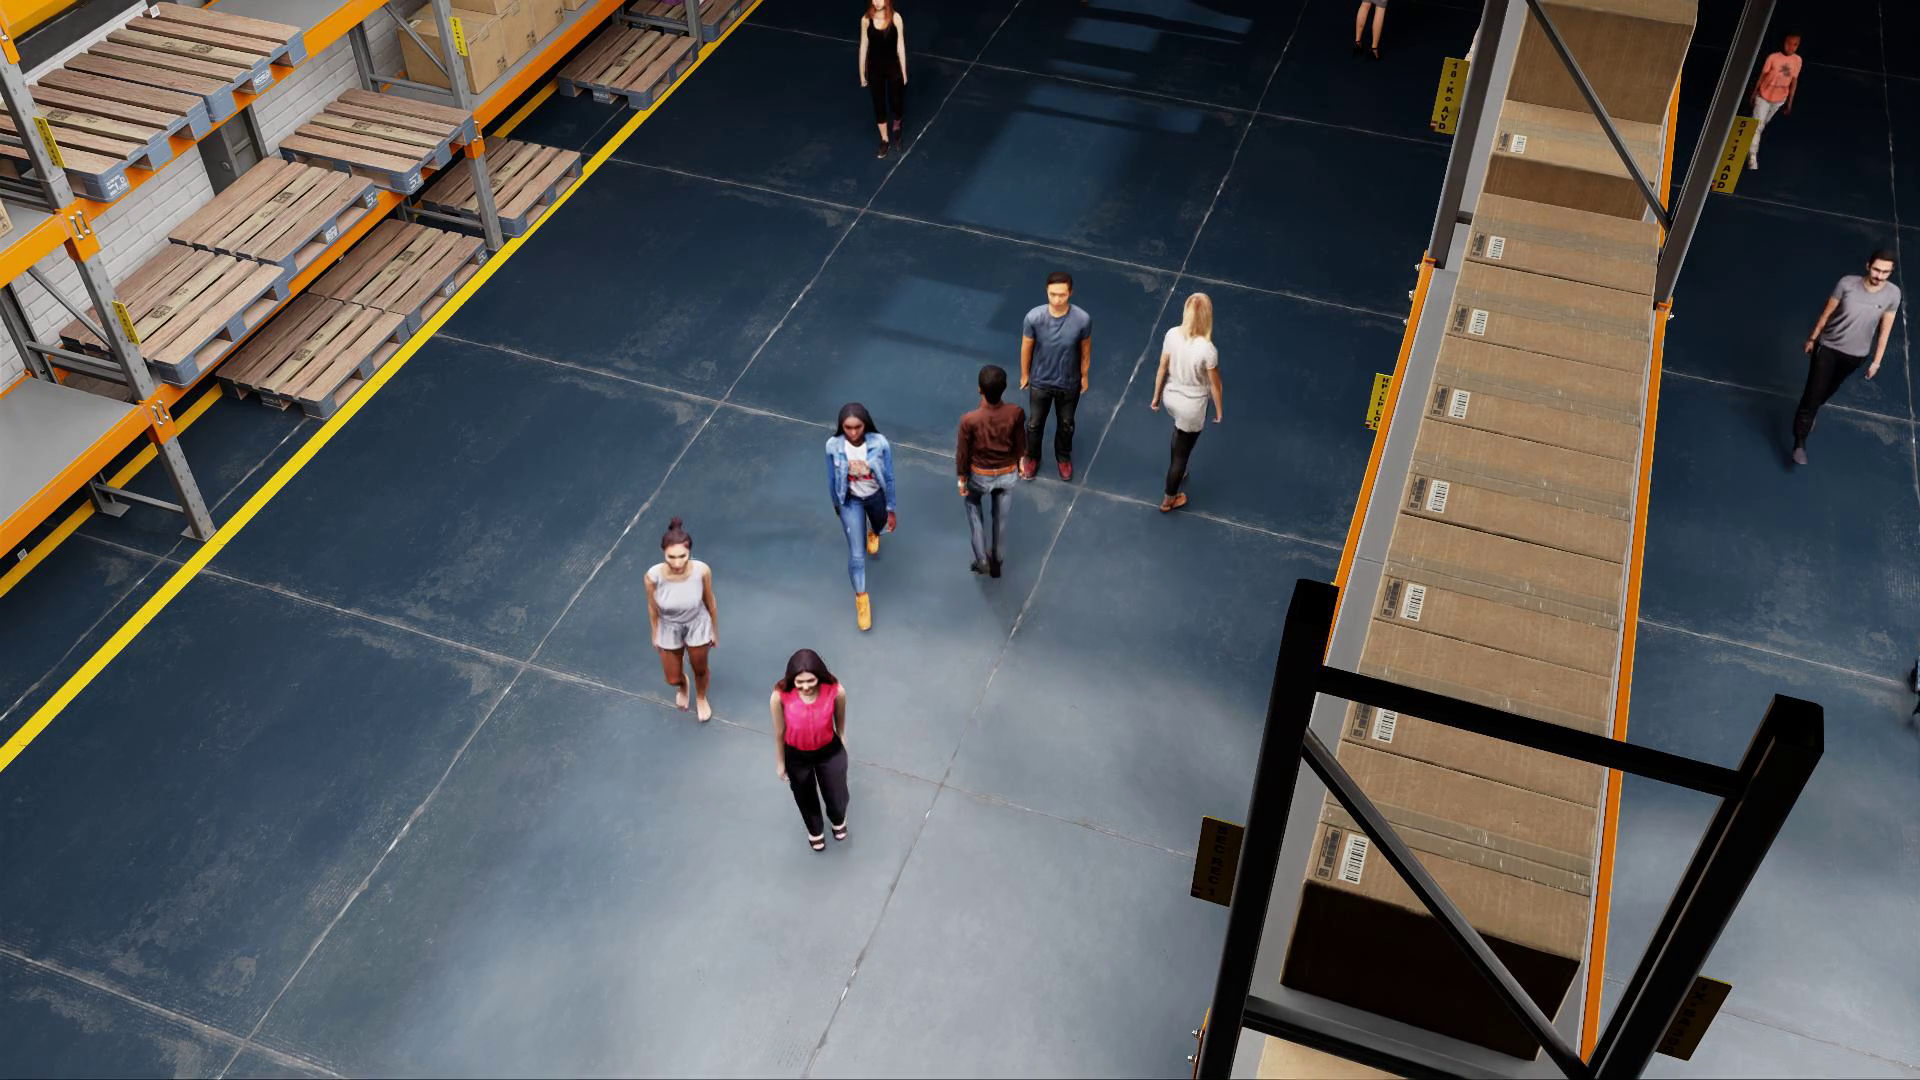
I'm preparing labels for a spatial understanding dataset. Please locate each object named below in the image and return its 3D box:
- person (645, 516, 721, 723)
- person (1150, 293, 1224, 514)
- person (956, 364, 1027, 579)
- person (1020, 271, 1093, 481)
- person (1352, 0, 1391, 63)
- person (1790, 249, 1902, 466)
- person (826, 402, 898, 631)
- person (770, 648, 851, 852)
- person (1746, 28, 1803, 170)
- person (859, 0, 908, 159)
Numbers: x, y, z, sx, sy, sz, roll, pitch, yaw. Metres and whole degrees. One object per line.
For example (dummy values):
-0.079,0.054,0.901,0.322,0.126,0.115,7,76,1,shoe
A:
-1.743,0.488,10.480,0.679,1.598,0.706,-8,44,-9,person
1.542,-0.904,11.790,0.754,1.807,0.783,30,51,27,person
0.245,-0.382,11.269,0.789,1.769,0.817,-7,44,-7,person
0.693,-1.197,12.095,0.710,1.809,0.649,1,44,1,person
4.257,-5.750,16.851,0.685,1.842,0.667,32,52,29,person
6.605,-1.467,12.453,0.673,1.708,1.118,12,45,12,person
-0.641,-0.294,11.244,0.954,1.677,1.228,-5,44,-5,person
-0.874,1.196,9.701,0.700,1.648,0.738,-6,44,-6,person
7.622,-4.202,15.634,0.594,1.280,0.909,8,44,8,person
-0.678,-4.418,15.545,0.643,1.715,0.676,7,44,7,person
